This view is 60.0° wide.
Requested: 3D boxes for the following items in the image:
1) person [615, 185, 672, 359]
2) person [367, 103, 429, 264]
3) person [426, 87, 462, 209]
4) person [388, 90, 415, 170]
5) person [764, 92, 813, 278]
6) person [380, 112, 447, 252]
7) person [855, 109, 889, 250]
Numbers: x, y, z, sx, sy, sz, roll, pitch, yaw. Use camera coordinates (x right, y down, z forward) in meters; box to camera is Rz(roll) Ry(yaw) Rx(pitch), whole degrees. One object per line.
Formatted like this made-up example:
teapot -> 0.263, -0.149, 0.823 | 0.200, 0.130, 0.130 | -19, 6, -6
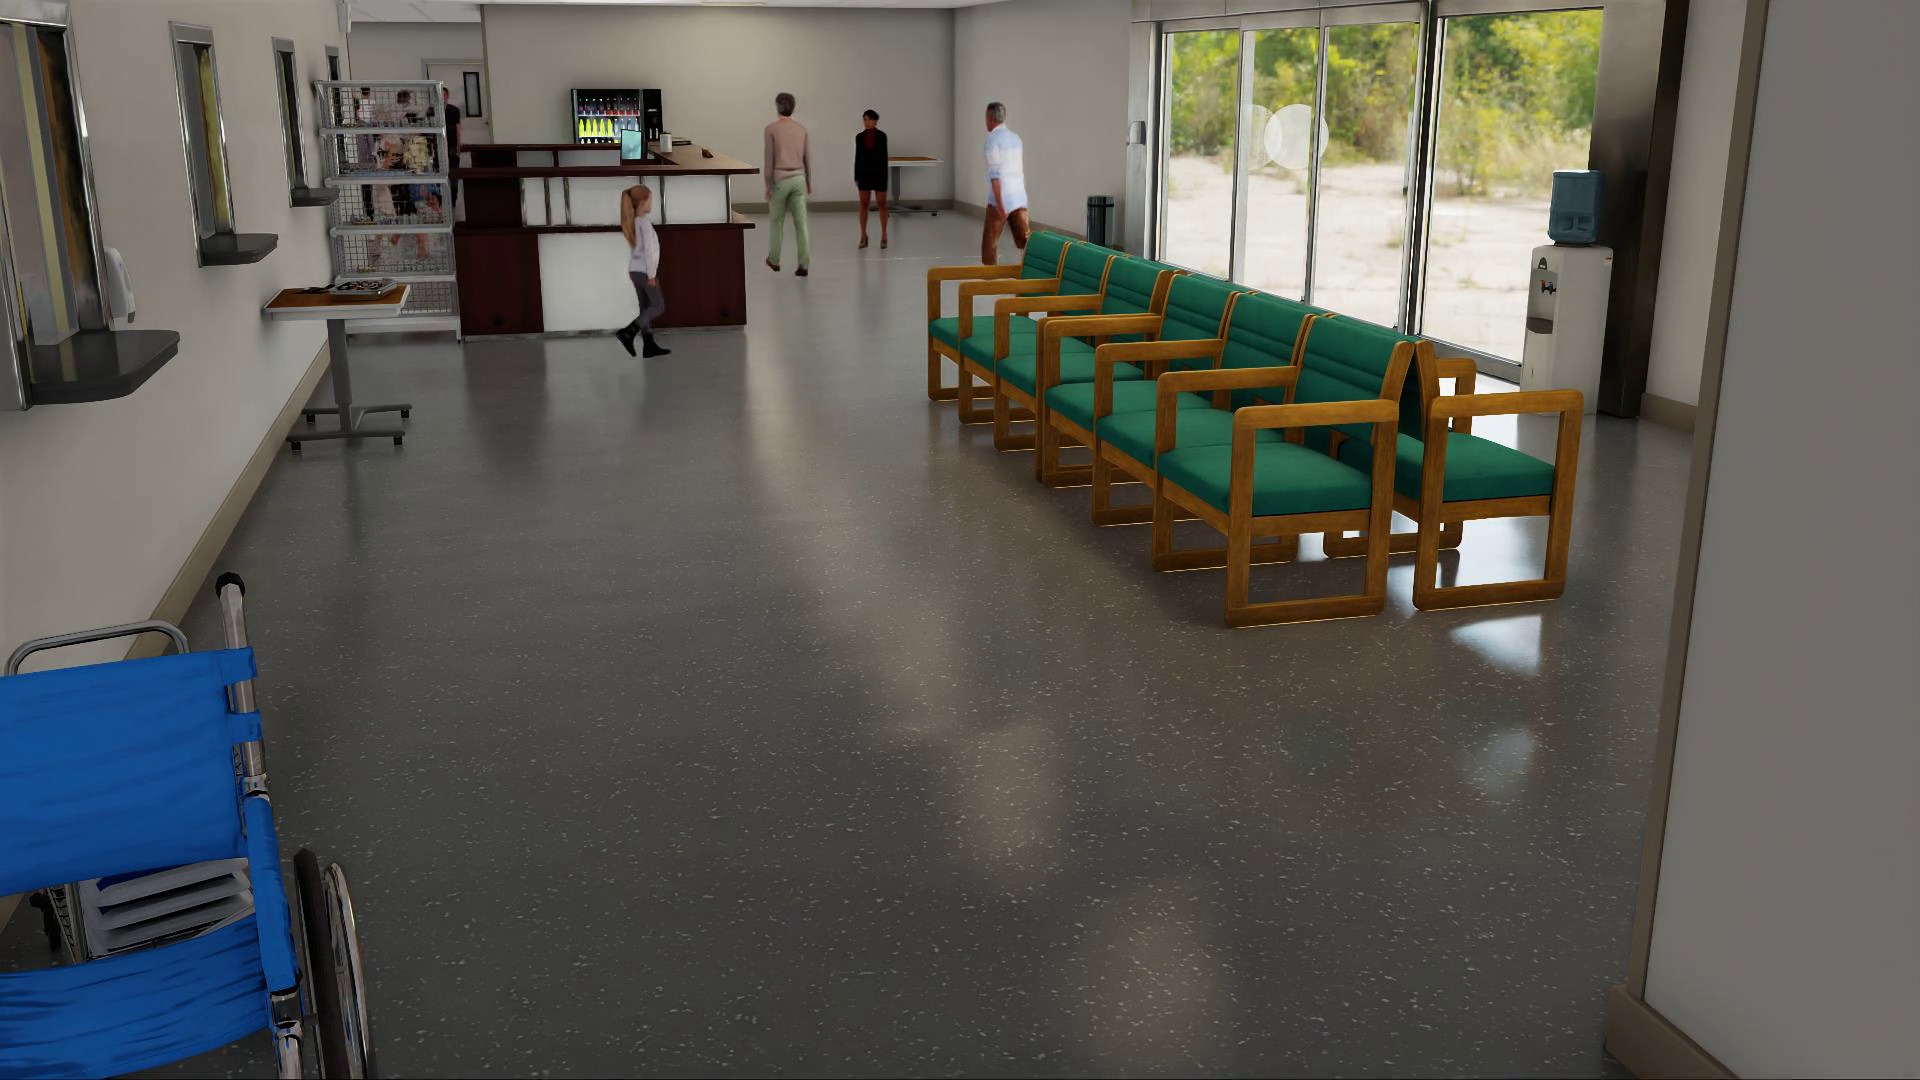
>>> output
person -> -2.380, -1.960, 12.247 | 0.746, 1.271, 0.617 | -10, 19, -33
person -> -6.094, -3.860, 18.175 | 1.114, 1.711, 0.897 | -14, 21, -40
person -> -8.016, -6.126, 25.985 | 0.575, 1.835, 0.762 | -3, 16, -9
person -> -8.655, -6.064, 25.884 | 0.928, 1.770, 0.908 | -7, 17, -23
person -> -1.700, -3.524, 16.777 | 1.242, 1.823, 0.853 | -6, 17, -21
person -> -6.128, -4.069, 19.174 | 1.201, 1.571, 0.836 | -1, 16, -2
person -> -1.050, -4.319, 19.943 | 0.632, 1.635, 0.717 | 2, 16, 7
